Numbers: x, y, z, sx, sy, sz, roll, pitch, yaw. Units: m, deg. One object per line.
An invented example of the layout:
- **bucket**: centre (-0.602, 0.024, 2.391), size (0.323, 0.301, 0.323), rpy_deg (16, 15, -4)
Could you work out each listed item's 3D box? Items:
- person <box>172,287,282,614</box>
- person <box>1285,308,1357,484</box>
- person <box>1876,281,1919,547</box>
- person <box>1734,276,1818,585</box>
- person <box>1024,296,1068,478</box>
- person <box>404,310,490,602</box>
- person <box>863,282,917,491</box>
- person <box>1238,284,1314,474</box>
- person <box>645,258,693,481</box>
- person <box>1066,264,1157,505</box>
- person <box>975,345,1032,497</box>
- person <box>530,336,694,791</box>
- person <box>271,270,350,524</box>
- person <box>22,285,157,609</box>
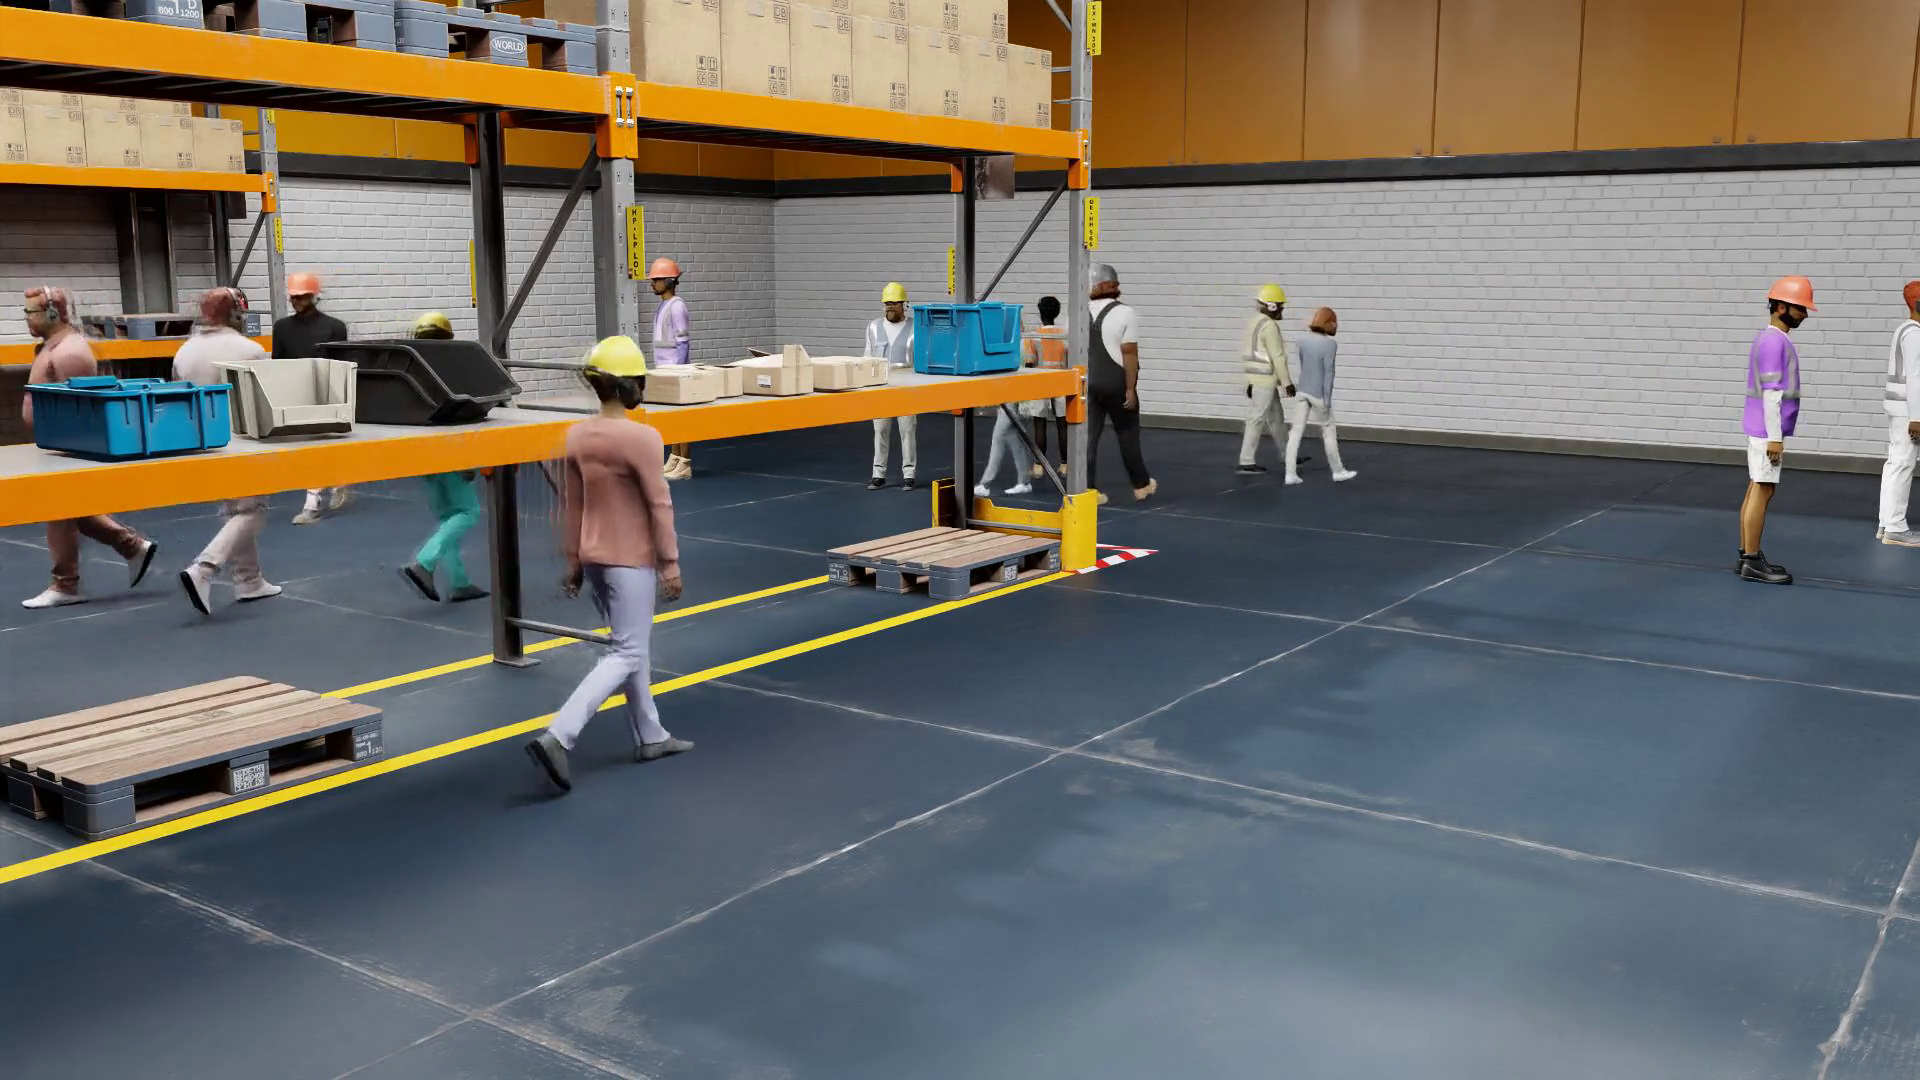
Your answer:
- **person**: centre (-4.241, -0.518, 9.595), size (0.640, 1.874, 0.790), rpy_deg (4, 10, 25)
- **person**: centre (3.279, -1.307, 15.127), size (0.811, 1.588, 0.529), rpy_deg (-6, 11, -32)
- **person**: centre (6.793, -0.902, 11.876), size (0.356, 1.885, 0.574), rpy_deg (4, 10, 22)
- **person**: centre (5.142, -0.691, 10.493), size (0.375, 1.927, 0.543), rpy_deg (4, 10, 21)
- **person**: centre (0.832, -1.424, 15.537), size (0.531, 1.698, 0.320), rpy_deg (-3, 10, -18)
- **person**: centre (-3.098, -0.478, 9.792), size (0.577, 1.727, 0.506), rpy_deg (8, 12, 39)
- **person**: centre (-0.575, -1.345, 14.660), size (0.588, 1.835, 0.403), rpy_deg (2, 10, 11)
- **person**: centre (3.020, -1.507, 15.748), size (0.785, 1.799, 0.599), rpy_deg (0, 10, 1)
- **person**: centre (-2.696, -1.567, 15.363), size (0.382, 2.041, 0.616), rpy_deg (-4, 11, -25)
- **person**: centre (1.269, -1.324, 13.922), size (0.702, 2.000, 0.977), rpy_deg (7, 12, 36)
- **person**: centre (0.310, -1.162, 14.275), size (0.805, 1.595, 0.522), rpy_deg (-5, 11, -26)
- **person**: centre (-1.364, 0.080, 6.458), size (0.528, 1.742, 0.791), rpy_deg (8, 13, 41)
- **person**: centre (-5.082, -1.145, 13.123), size (0.634, 1.963, 0.962), rpy_deg (1, 10, 8)
- **person**: centre (-5.187, -0.551, 9.768), size (0.643, 1.882, 0.653), rpy_deg (-6, 11, -30)
